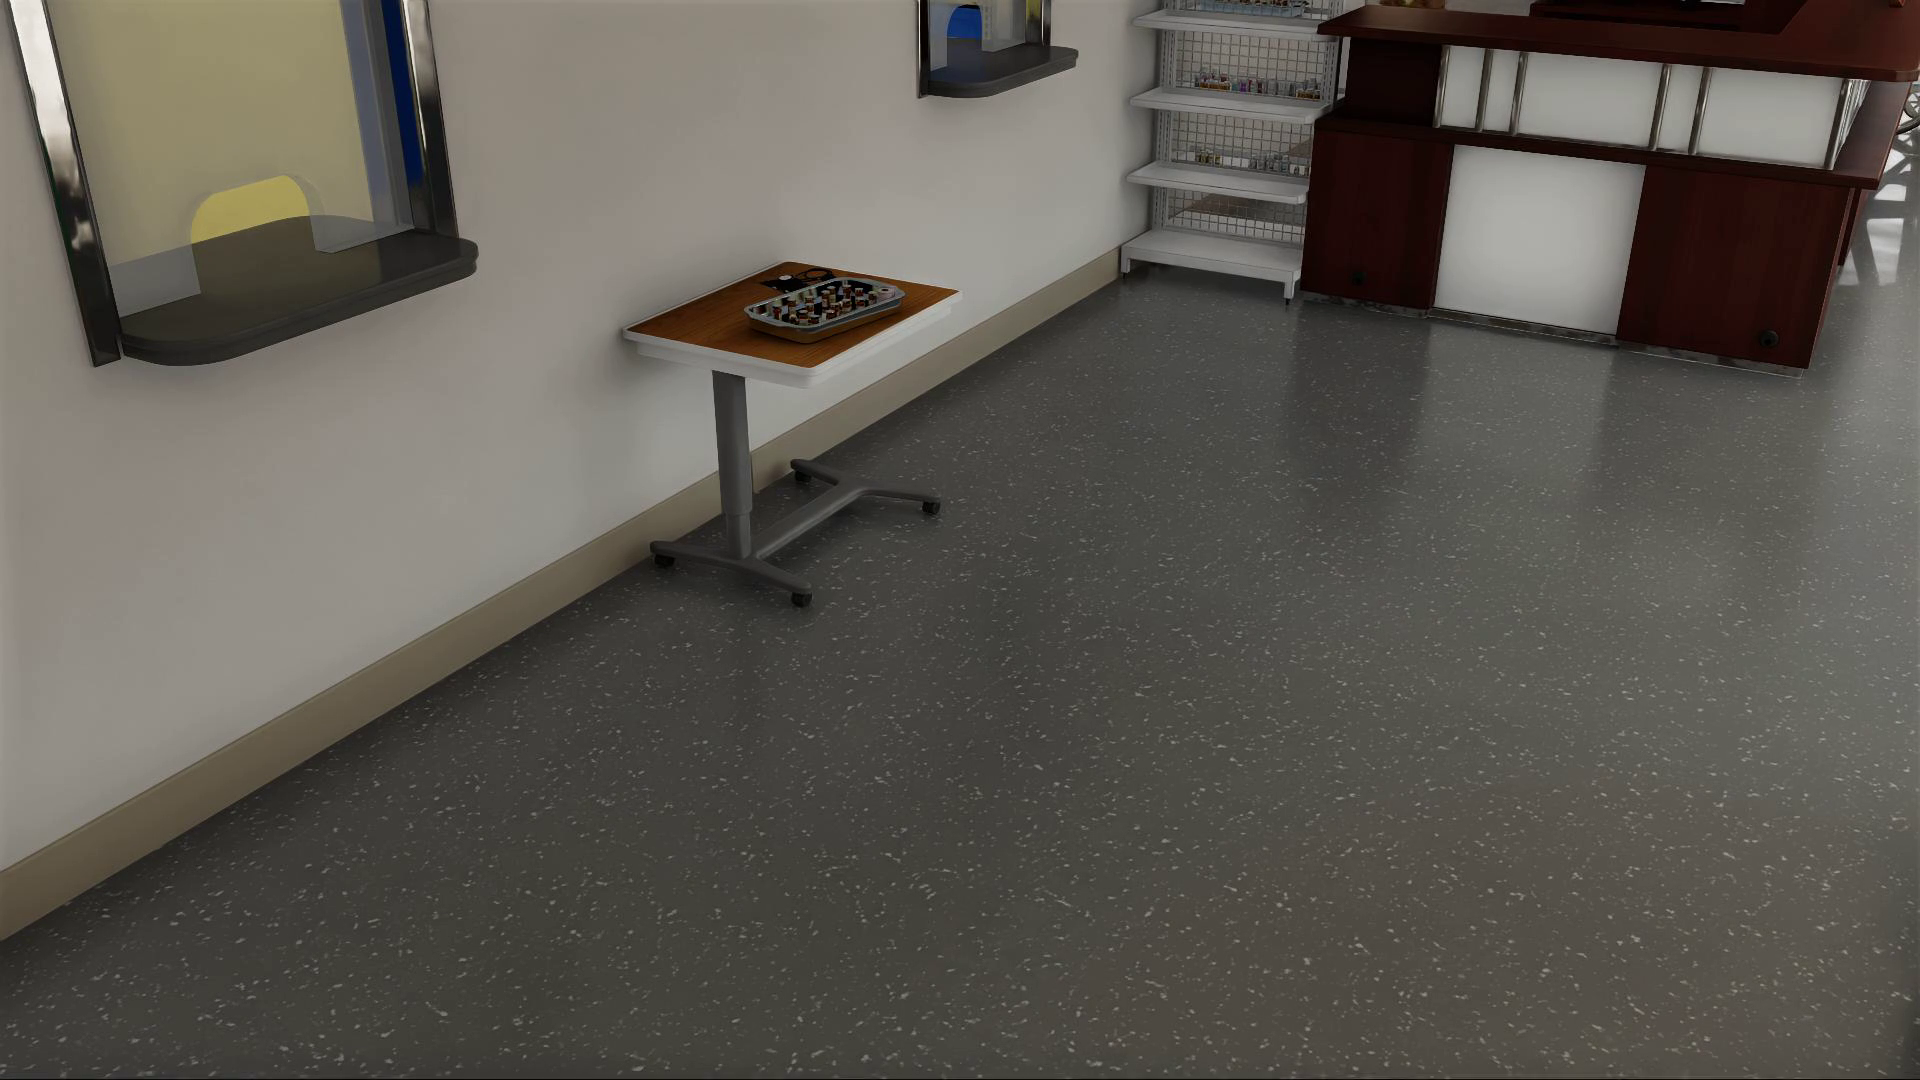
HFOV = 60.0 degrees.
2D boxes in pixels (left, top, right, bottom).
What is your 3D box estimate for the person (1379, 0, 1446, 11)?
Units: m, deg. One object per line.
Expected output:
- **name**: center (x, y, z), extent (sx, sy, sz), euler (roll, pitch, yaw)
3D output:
- **person**: center (2.667, -2.831, 9.929), extent (0.649, 1.442, 0.676), euler (11, 28, 22)
